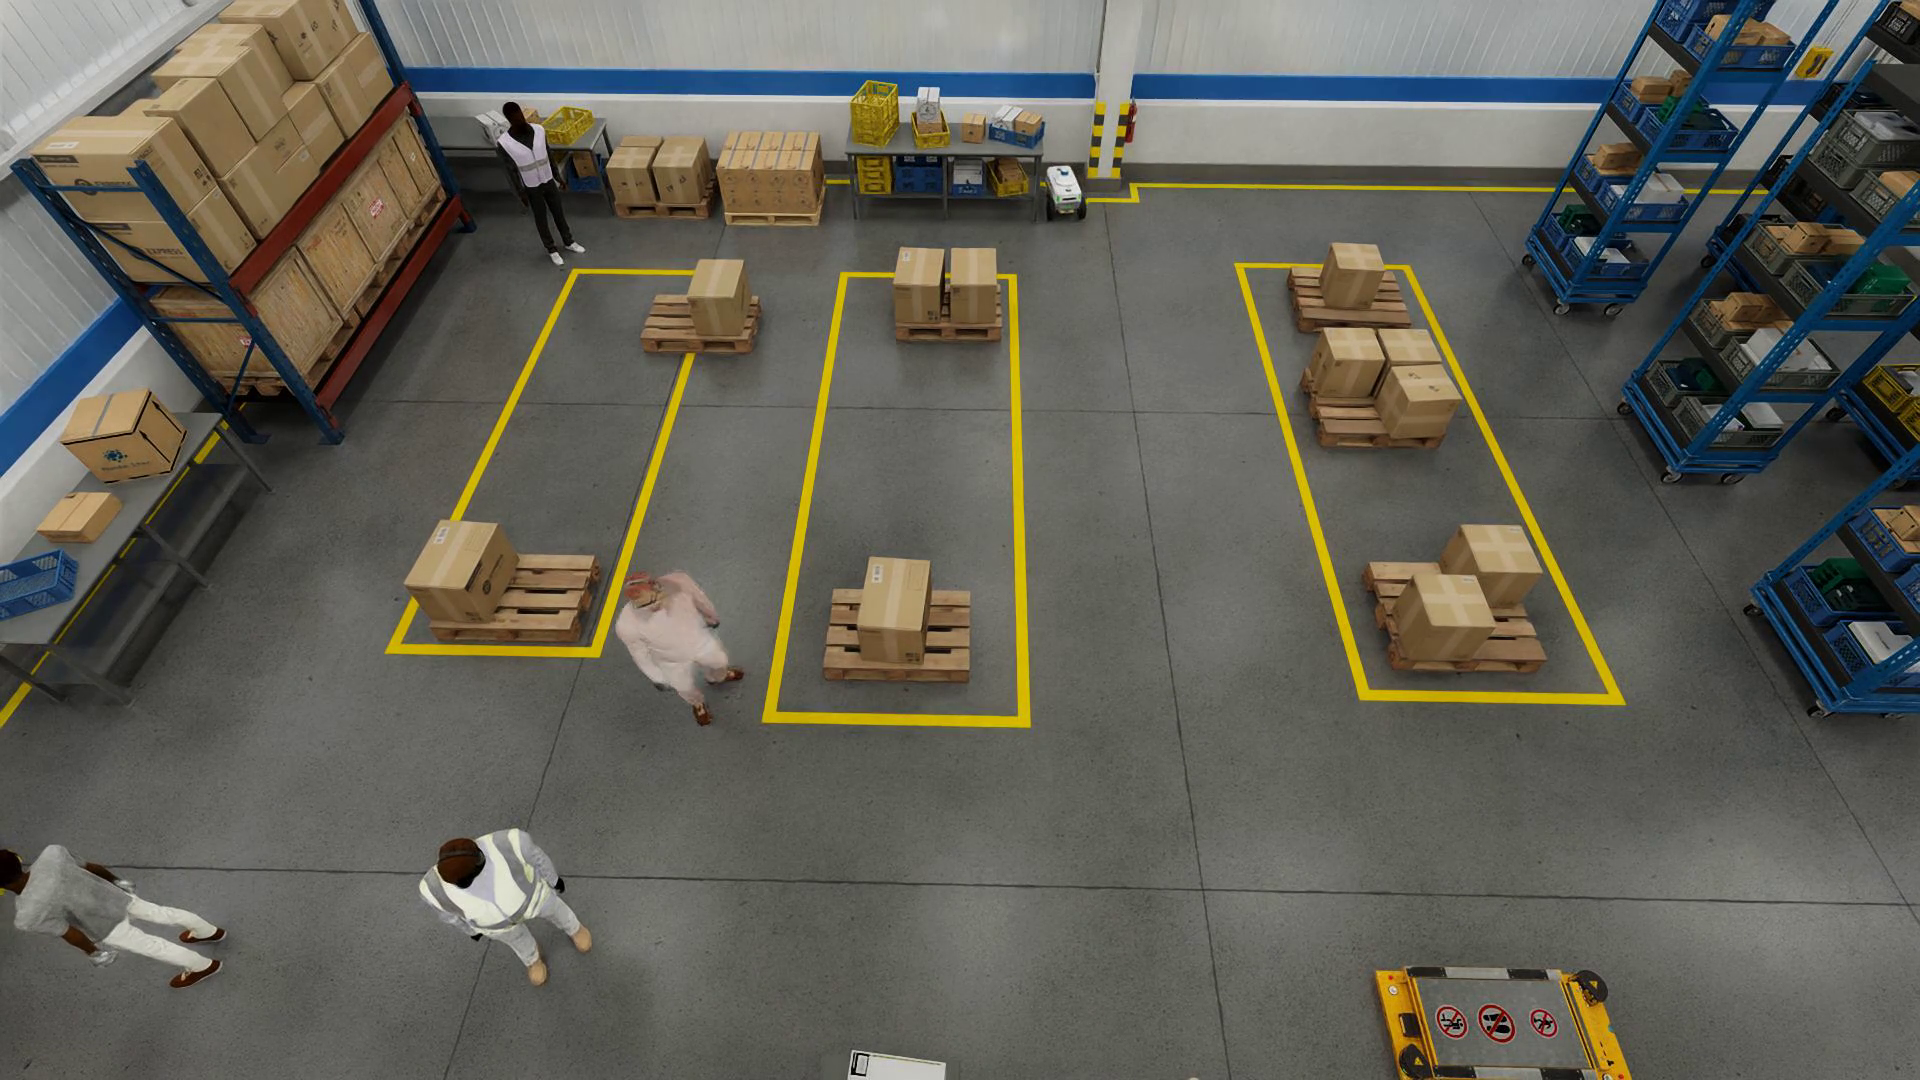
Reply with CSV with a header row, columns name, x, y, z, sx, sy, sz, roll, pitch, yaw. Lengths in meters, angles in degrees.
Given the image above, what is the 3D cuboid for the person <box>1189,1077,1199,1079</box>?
name,x,y,z,sx,sy,sz,roll,pitch,yaw
person,1.121,3.250,4.818,0.404,1.832,0.600,26,55,20

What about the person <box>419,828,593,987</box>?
name,x,y,z,sx,sy,sz,roll,pitch,yaw
person,-2.756,2.239,5.641,0.624,1.838,0.430,-30,57,-22

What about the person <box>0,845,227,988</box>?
name,x,y,z,sx,sy,sz,roll,pitch,yaw
person,-5.206,2.294,5.573,0.330,1.874,0.518,-11,52,-9

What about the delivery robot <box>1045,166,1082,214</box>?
name,x,y,z,sx,sy,sz,roll,pitch,yaw
delivery robot,1.352,-4.624,11.997,0.477,0.478,0.707,-7,51,-5

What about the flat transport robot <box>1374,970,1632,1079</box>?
name,x,y,z,sx,sy,sz,roll,pitch,yaw
flat transport robot,3.501,3.133,5.914,1.431,0.197,0.652,1,51,1

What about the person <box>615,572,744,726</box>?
name,x,y,z,sx,sy,sz,roll,pitch,yaw
person,-2.051,0.779,6.817,0.438,1.871,0.766,34,58,25

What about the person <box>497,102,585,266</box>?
name,x,y,z,sx,sy,sz,roll,pitch,yaw
person,-4.991,-4.225,10.856,0.388,1.921,0.594,31,57,23
